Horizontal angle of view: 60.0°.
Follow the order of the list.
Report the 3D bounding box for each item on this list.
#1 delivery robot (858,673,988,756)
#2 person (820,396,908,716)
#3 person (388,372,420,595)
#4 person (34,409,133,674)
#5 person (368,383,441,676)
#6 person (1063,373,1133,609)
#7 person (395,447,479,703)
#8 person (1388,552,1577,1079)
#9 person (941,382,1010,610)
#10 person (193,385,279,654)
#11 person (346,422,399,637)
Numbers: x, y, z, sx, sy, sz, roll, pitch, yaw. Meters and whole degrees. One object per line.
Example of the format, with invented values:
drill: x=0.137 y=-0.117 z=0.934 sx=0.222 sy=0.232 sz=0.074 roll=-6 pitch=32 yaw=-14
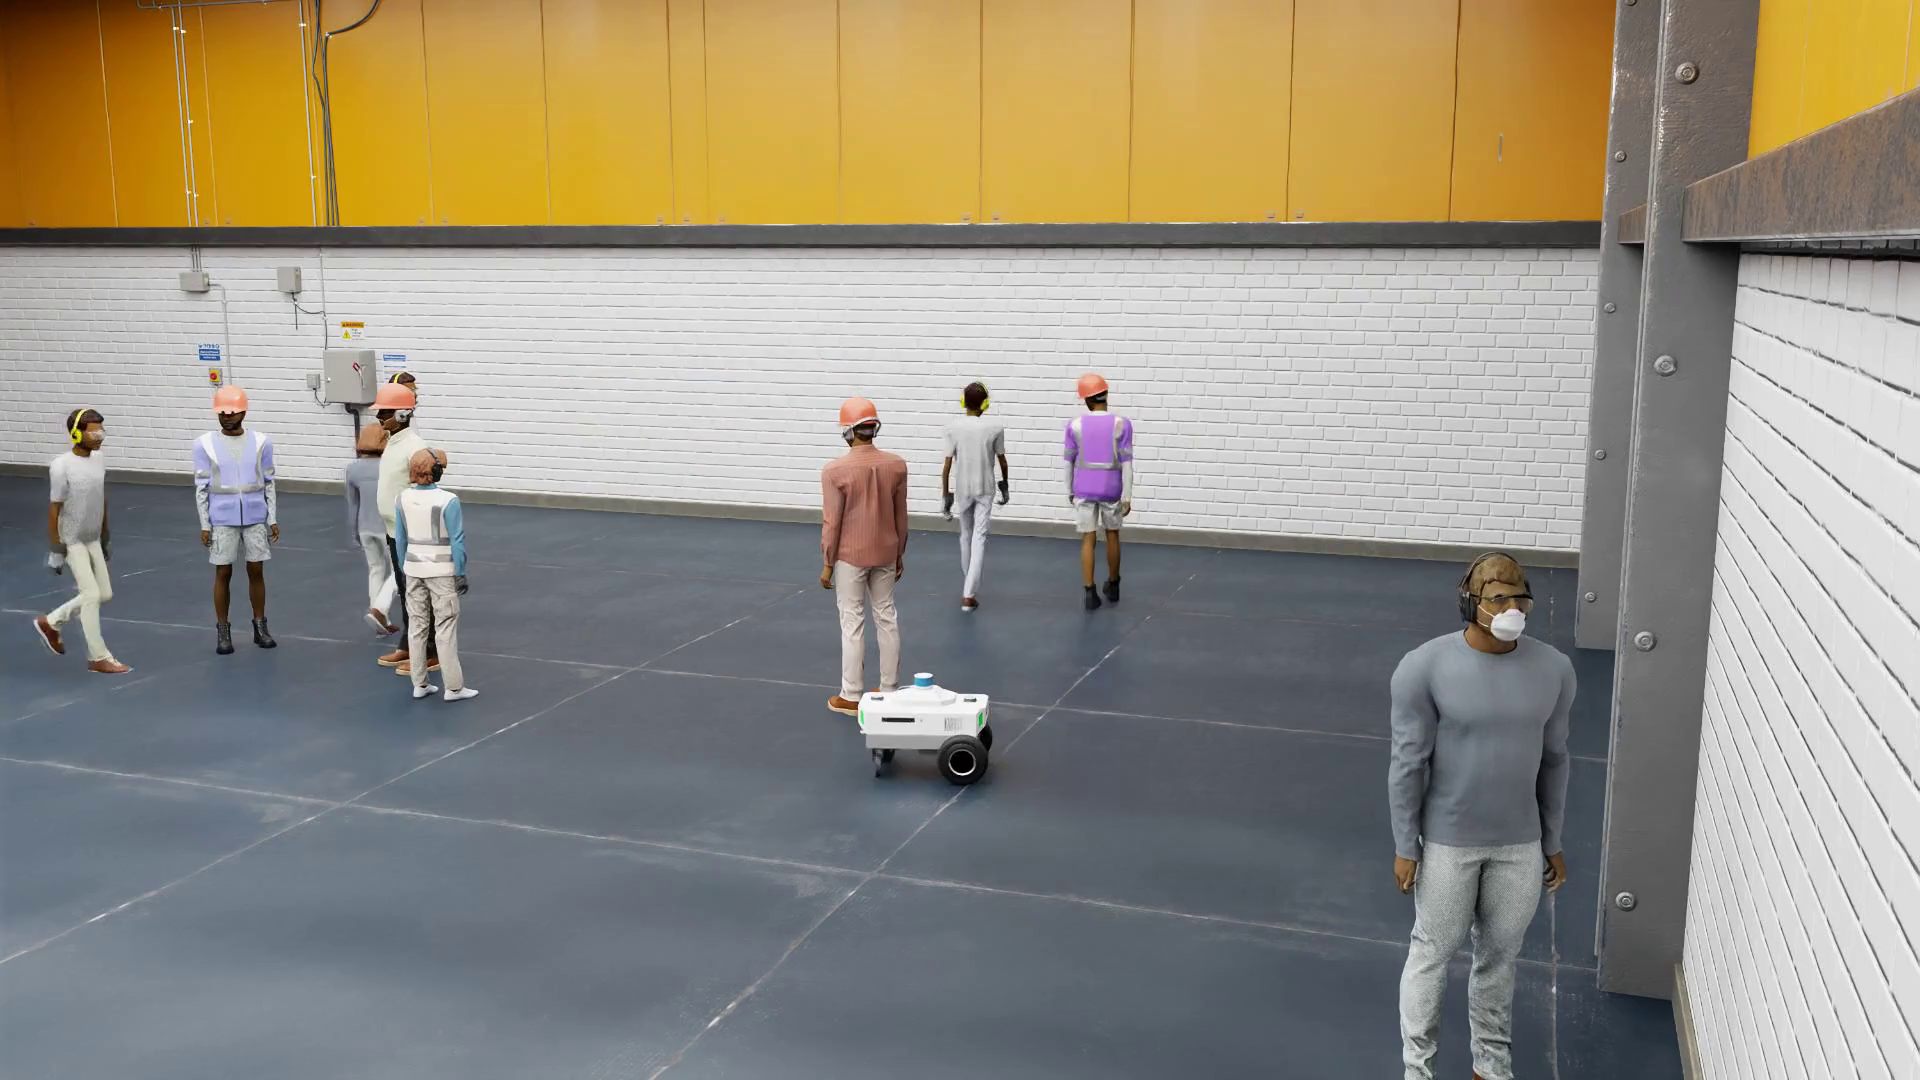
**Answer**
delivery robot: x=-0.204 y=0.982 z=9.212 sx=0.707 sy=0.478 sz=0.477 roll=1 pitch=10 yaw=4
person: x=-0.602 y=0.100 z=10.389 sx=0.611 sy=1.994 sz=0.379 roll=-7 pitch=12 yaw=-34
person: x=-4.625 y=-0.469 z=13.937 sx=0.328 sy=1.873 sz=0.521 roll=1 pitch=10 yaw=5
person: x=-6.040 y=0.010 z=11.341 sx=0.659 sy=1.835 sz=0.536 roll=2 pitch=10 yaw=9
person: x=-3.801 y=-0.078 z=11.383 sx=0.379 sy=1.996 sz=0.609 roll=-7 pitch=12 yaw=-36
person: x=1.130 y=-0.407 z=13.517 sx=0.566 sy=1.896 sz=0.736 roll=2 pitch=10 yaw=9
person: x=-3.385 y=0.226 z=10.670 sx=0.515 sy=1.641 sz=0.314 roll=4 pitch=11 yaw=23
person: x=1.718 y=0.996 z=5.499 sx=0.630 sy=1.940 sz=0.372 roll=-2 pitch=10 yaw=-10
person: x=0.142 y=-0.381 z=13.626 sx=0.490 sy=1.808 sz=1.003 roll=3 pitch=10 yaw=14
person: x=-5.191 y=-0.154 z=11.985 sx=0.547 sy=1.934 sz=0.376 roll=-7 pitch=12 yaw=-33
person: x=-4.310 y=-0.061 z=12.329 sx=0.522 sy=1.620 sz=0.411 roll=3 pitch=10 yaw=15
